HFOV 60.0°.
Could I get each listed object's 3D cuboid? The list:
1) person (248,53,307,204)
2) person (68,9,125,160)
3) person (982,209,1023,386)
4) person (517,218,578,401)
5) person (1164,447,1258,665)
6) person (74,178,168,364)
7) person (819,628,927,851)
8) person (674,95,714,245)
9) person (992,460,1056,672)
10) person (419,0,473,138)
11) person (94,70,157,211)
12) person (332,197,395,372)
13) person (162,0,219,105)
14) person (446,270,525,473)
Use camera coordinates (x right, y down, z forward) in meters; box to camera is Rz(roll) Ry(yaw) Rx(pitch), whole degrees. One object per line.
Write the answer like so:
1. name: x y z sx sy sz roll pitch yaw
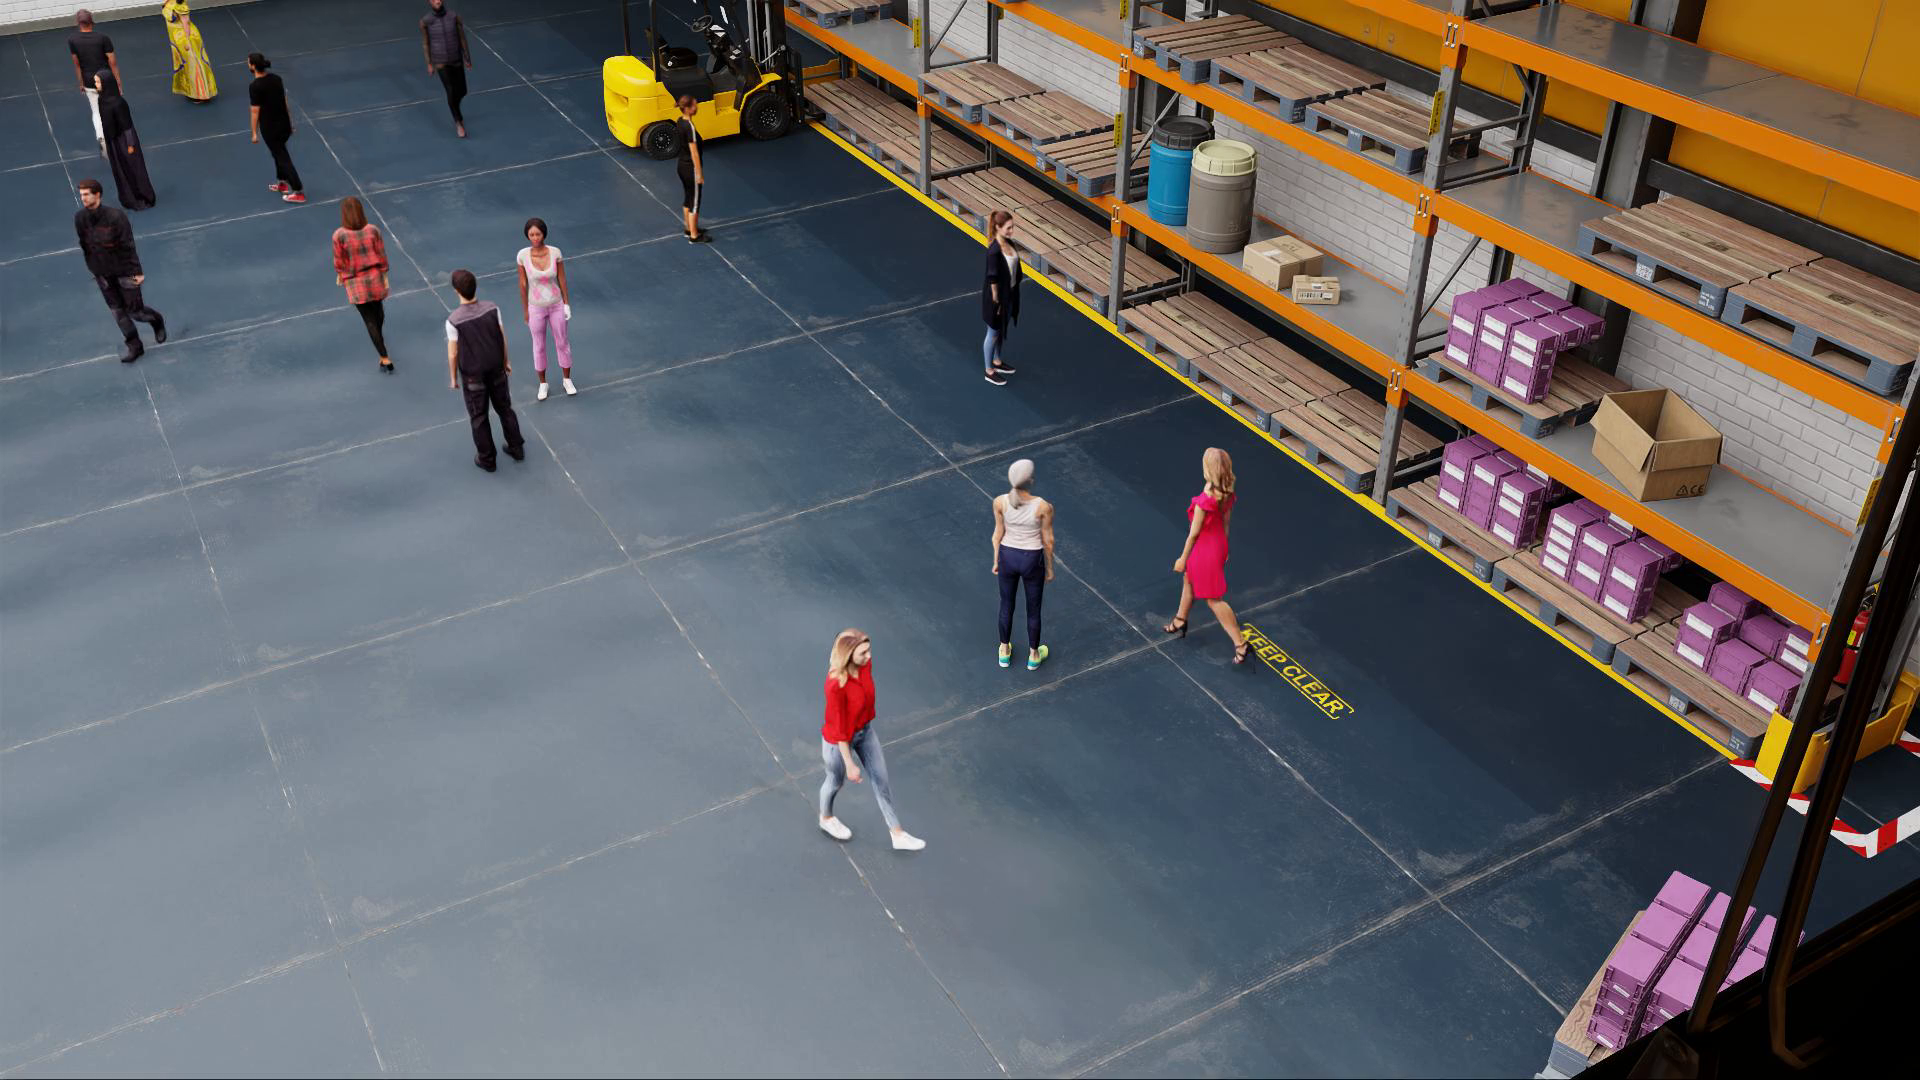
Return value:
1. person: -7.855 -4.746 19.258 0.974 1.737 0.908 9 35 13
2. person: -10.594 -5.570 20.455 0.807 1.783 1.083 -10 35 -15
3. person: 0.364 -2.295 15.612 0.749 1.690 0.721 14 36 20
4. person: -3.814 -2.137 15.329 0.620 1.740 0.574 -10 35 -15
5. person: 1.855 0.159 11.926 1.105 1.685 0.865 21 39 28
6. person: -8.048 -2.611 15.964 0.931 1.827 0.992 4 34 6
7. person: -0.750 1.231 10.323 1.093 1.674 0.893 21 39 28
8. person: -2.982 -4.101 18.349 0.658 1.668 0.475 -14 36 -21
9. person: 0.439 0.180 11.877 0.679 1.703 0.732 7 34 11
10. person: -6.536 -6.116 21.249 0.732 1.813 1.074 -15 36 -21
11. person: -9.666 -4.623 19.183 0.646 1.614 0.752 23 40 31
12. person: -5.619 -2.389 15.784 0.641 1.657 1.041 -20 38 -27
13. person: -10.387 -6.713 22.287 0.973 1.660 0.790 -25 41 -33
14. person: -4.064 -1.431 14.173 0.701 1.844 0.618 -23 40 -30
